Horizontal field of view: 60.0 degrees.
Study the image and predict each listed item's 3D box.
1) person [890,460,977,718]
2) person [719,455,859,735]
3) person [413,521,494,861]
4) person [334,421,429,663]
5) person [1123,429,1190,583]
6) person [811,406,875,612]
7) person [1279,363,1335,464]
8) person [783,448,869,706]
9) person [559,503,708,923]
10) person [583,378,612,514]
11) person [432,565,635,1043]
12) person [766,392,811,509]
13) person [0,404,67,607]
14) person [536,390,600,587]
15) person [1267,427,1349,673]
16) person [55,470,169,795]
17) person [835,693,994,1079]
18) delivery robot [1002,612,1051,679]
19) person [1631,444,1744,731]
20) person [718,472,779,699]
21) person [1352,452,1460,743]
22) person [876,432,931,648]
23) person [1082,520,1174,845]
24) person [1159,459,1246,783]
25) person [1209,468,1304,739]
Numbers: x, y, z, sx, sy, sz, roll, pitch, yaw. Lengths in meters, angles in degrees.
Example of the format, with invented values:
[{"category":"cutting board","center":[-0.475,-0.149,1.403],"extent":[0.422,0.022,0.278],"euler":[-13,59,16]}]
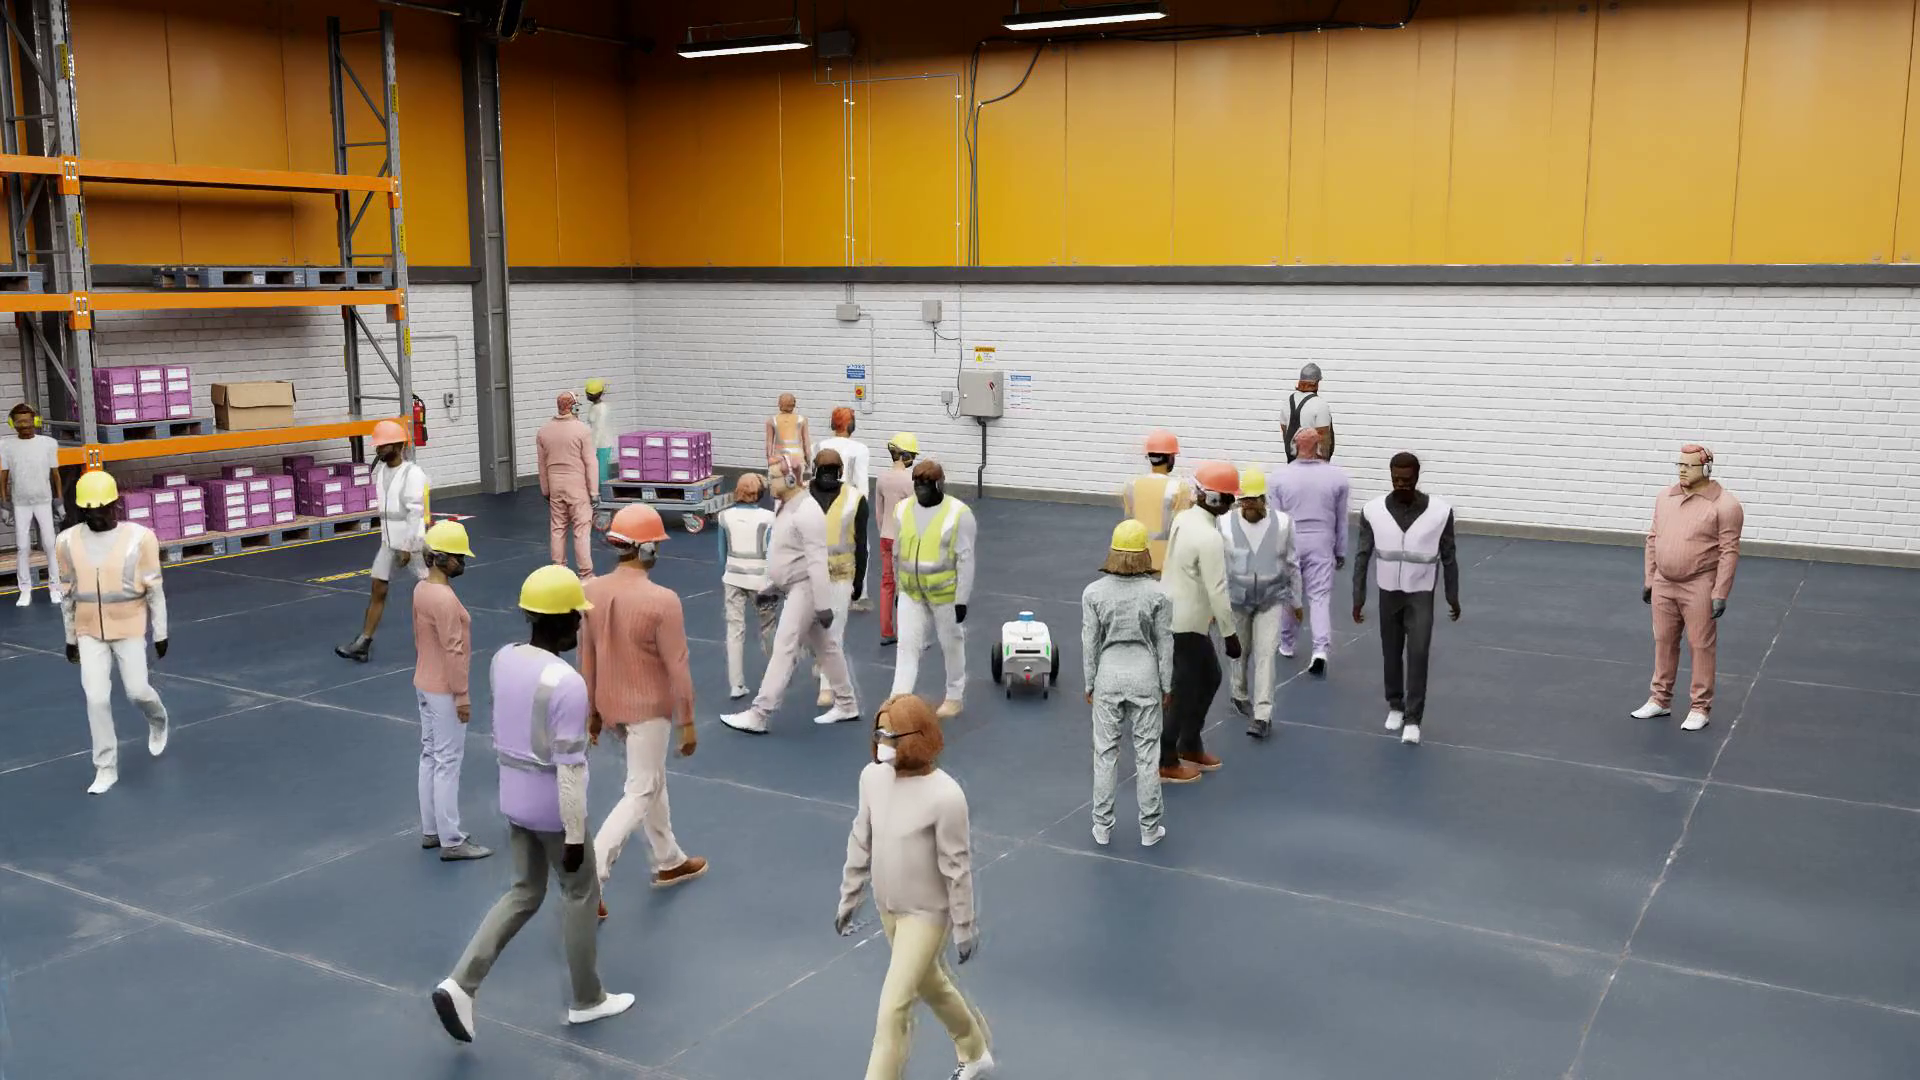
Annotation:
[{"category":"person","center":[-0.216,0.368,11.089],"extent":[0.654,1.789,0.945],"euler":[4,10,24]},{"category":"person","center":[-1.113,0.357,10.997],"extent":[0.995,1.848,0.651],"euler":[-2,9,-15]},{"category":"person","center":[-2.658,0.779,8.646],"extent":[0.328,1.759,0.524],"euler":[-6,11,-34]},{"category":"person","center":[-4.427,0.016,12.999],"extent":[0.552,1.881,0.997],"euler":[5,10,29]},{"category":"person","center":[1.454,0.159,12.004],"extent":[0.565,1.915,0.631],"euler":[7,11,37]},{"category":"person","center":[-1.028,-0.261,14.802],"extent":[0.584,1.861,0.668],"euler":[3,10,19]},{"category":"person","center":[3.934,-0.961,18.619],"extent":[0.538,2.000,0.688],"euler":[-6,11,-31]},{"category":"person","center":[-0.961,0.234,11.845],"extent":[0.634,1.821,0.620],"euler":[1,9,5]},{"category":"person","center":[-1.561,0.802,7.890],"extent":[0.631,1.959,0.968],"euler":[7,11,35]},{"category":"person","center":[-4.543,-1.167,20.856],"extent":[0.399,1.735,0.550],"euler":[-5,10,-28]},{"category":"person","center":[-1.685,1.044,6.518],"extent":[0.587,1.907,0.760],"euler":[8,12,40]},{"category":"person","center":[-2.042,-0.947,19.845],"extent":[0.522,1.627,0.374],"euler":[0,9,-2]},{"category":"person","center":[-8.474,-0.320,15.202],"extent":[0.541,1.861,0.328],"euler":[-4,10,-26]},{"category":"person","center":[-3.752,-0.488,16.083],"extent":[0.640,1.910,0.401],"euler":[4,10,22]},{"category":"person","center":[2.664,0.063,12.785],"extent":[0.648,1.868,0.983],"euler":[1,9,4]},{"category":"person","center":[-5.039,0.504,9.953],"extent":[0.585,1.897,0.781],"euler":[-1,9,-7]},{"category":"person","center":[-0.170,1.306,5.872],"extent":[0.871,1.589,0.514],"euler":[-8,12,-40]},{"category":"delivery robot","center":[0.484,0.768,12.156],"extent":[0.477,0.478,0.707],"euler":[0,9,0]},{"category":"person","center":[4.850,0.307,11.125],"extent":[0.410,1.908,0.643],"euler":[-6,11,-33]},{"category":"person","center":[-1.483,0.309,12.030],"extent":[0.533,1.602,0.799],"euler":[3,9,16]},{"category":"person","center":[2.882,0.373,10.792],"extent":[0.651,1.876,0.882],"euler":[4,10,22]},{"category":"person","center":[-0.466,0.007,13.460],"extent":[0.325,1.760,0.523],"euler":[-8,12,-42]},{"category":"person","center":[0.889,0.757,8.825],"extent":[0.487,1.744,0.294],"euler":[1,9,9]},{"category":"person","center":[1.418,0.490,9.813],"extent":[0.640,1.956,0.626],"euler":[-1,9,-4]},{"category":"person","center":[1.957,0.392,11.043],"extent":[0.657,1.767,0.926],"euler":[1,9,7]}]
